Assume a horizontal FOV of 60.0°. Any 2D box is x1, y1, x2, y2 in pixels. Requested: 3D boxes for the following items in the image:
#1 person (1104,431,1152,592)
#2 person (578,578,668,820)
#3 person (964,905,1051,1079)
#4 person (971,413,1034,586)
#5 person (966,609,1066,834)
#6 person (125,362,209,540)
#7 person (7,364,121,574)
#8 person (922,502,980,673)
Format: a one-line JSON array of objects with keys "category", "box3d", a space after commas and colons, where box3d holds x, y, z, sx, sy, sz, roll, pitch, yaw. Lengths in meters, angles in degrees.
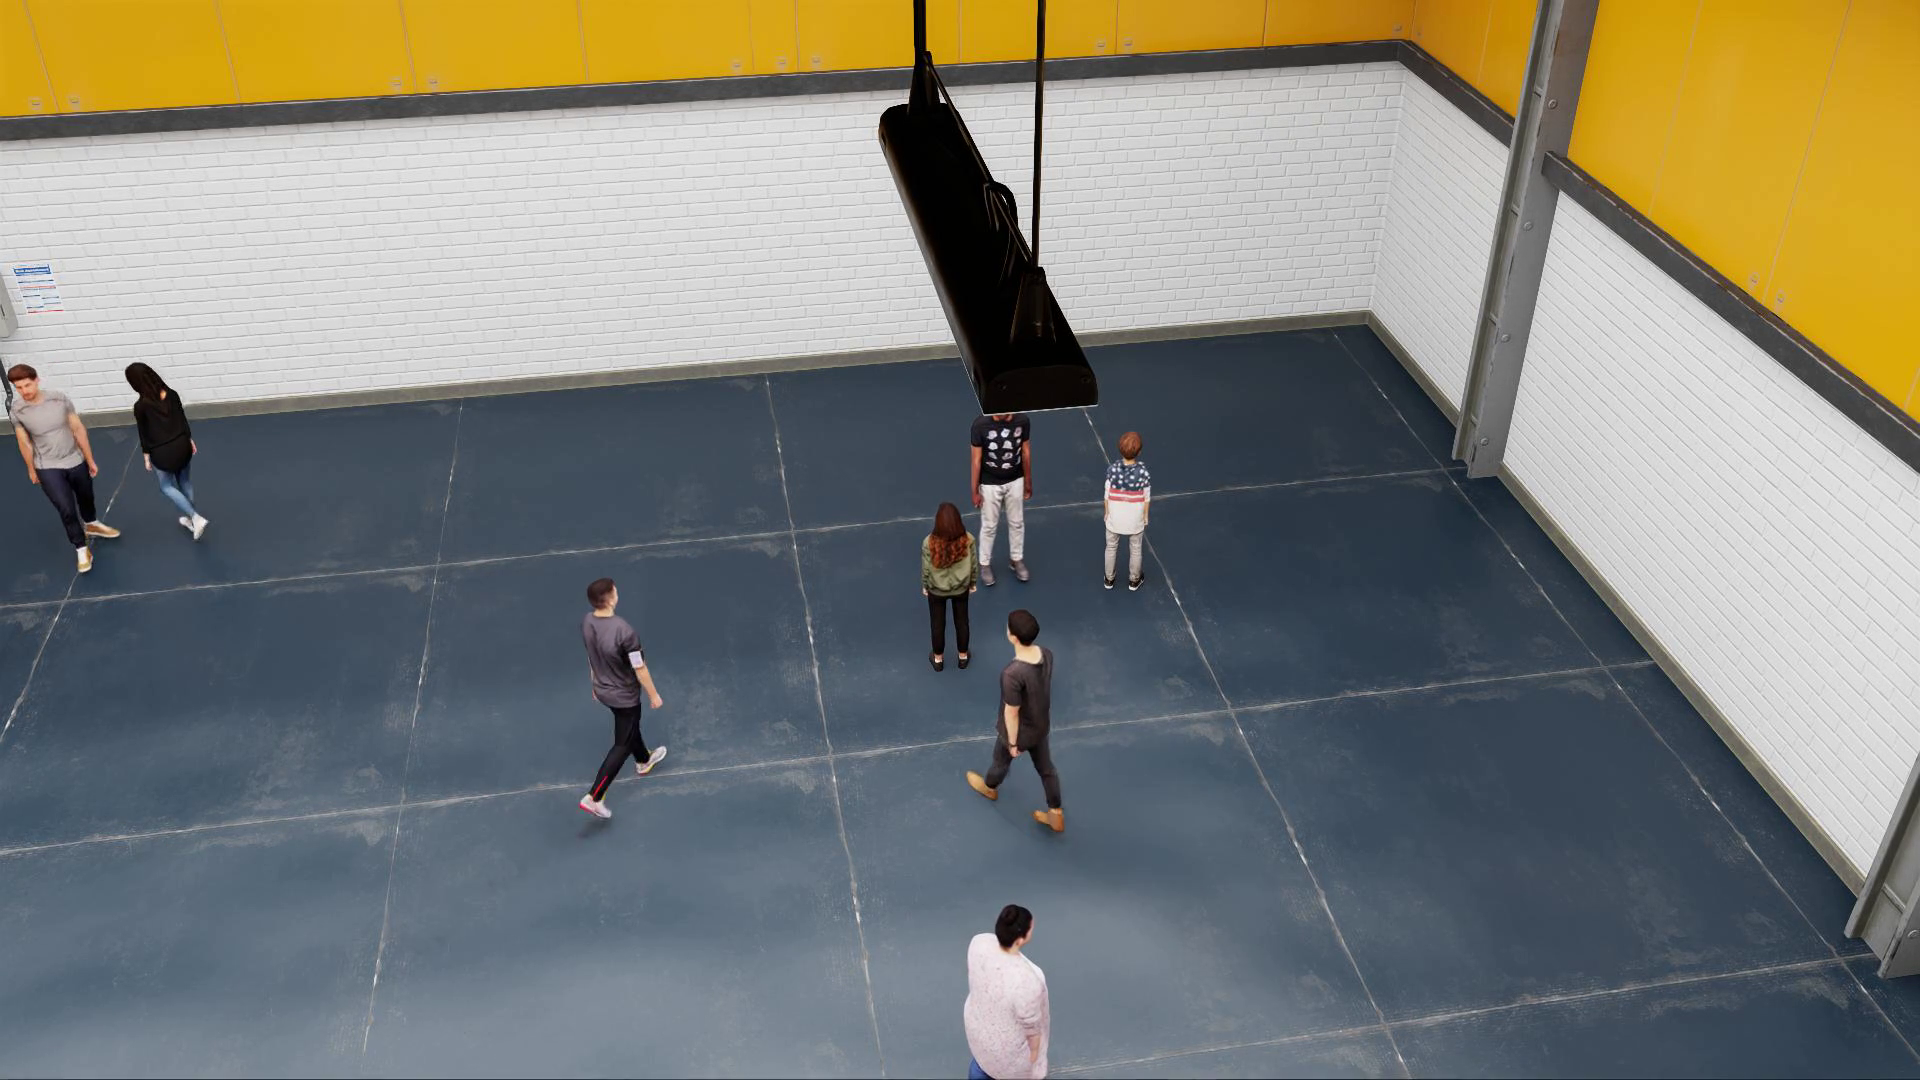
[{"category": "person", "box3d": [1.339, -0.237, 13.386, 0.577, 1.439, 0.579, 6, 34, 9]}, {"category": "person", "box3d": [-2.337, 1.075, 11.147, 1.133, 1.734, 1.155, 24, 40, 31]}, {"category": "person", "box3d": [0.220, 2.582, 8.870, 0.851, 1.744, 0.743, -24, 41, -32]}, {"category": "person", "box3d": [0.332, -0.474, 13.419, 0.680, 1.798, 0.616, -9, 35, -13]}, {"category": "person", "box3d": [0.493, 1.231, 10.966, 0.994, 1.673, 1.165, -28, 42, -35]}, {"category": "person", "box3d": [-6.583, -0.726, 13.957, 0.913, 1.624, 0.846, 22, 40, 30]}, {"category": "person", "box3d": [-7.374, -0.665, 13.651, 0.893, 1.860, 1.027, -24, 40, -31]}, {"category": "person", "box3d": [-0.081, 0.344, 12.479, 0.579, 1.476, 0.511, -4, 34, -6]}]
